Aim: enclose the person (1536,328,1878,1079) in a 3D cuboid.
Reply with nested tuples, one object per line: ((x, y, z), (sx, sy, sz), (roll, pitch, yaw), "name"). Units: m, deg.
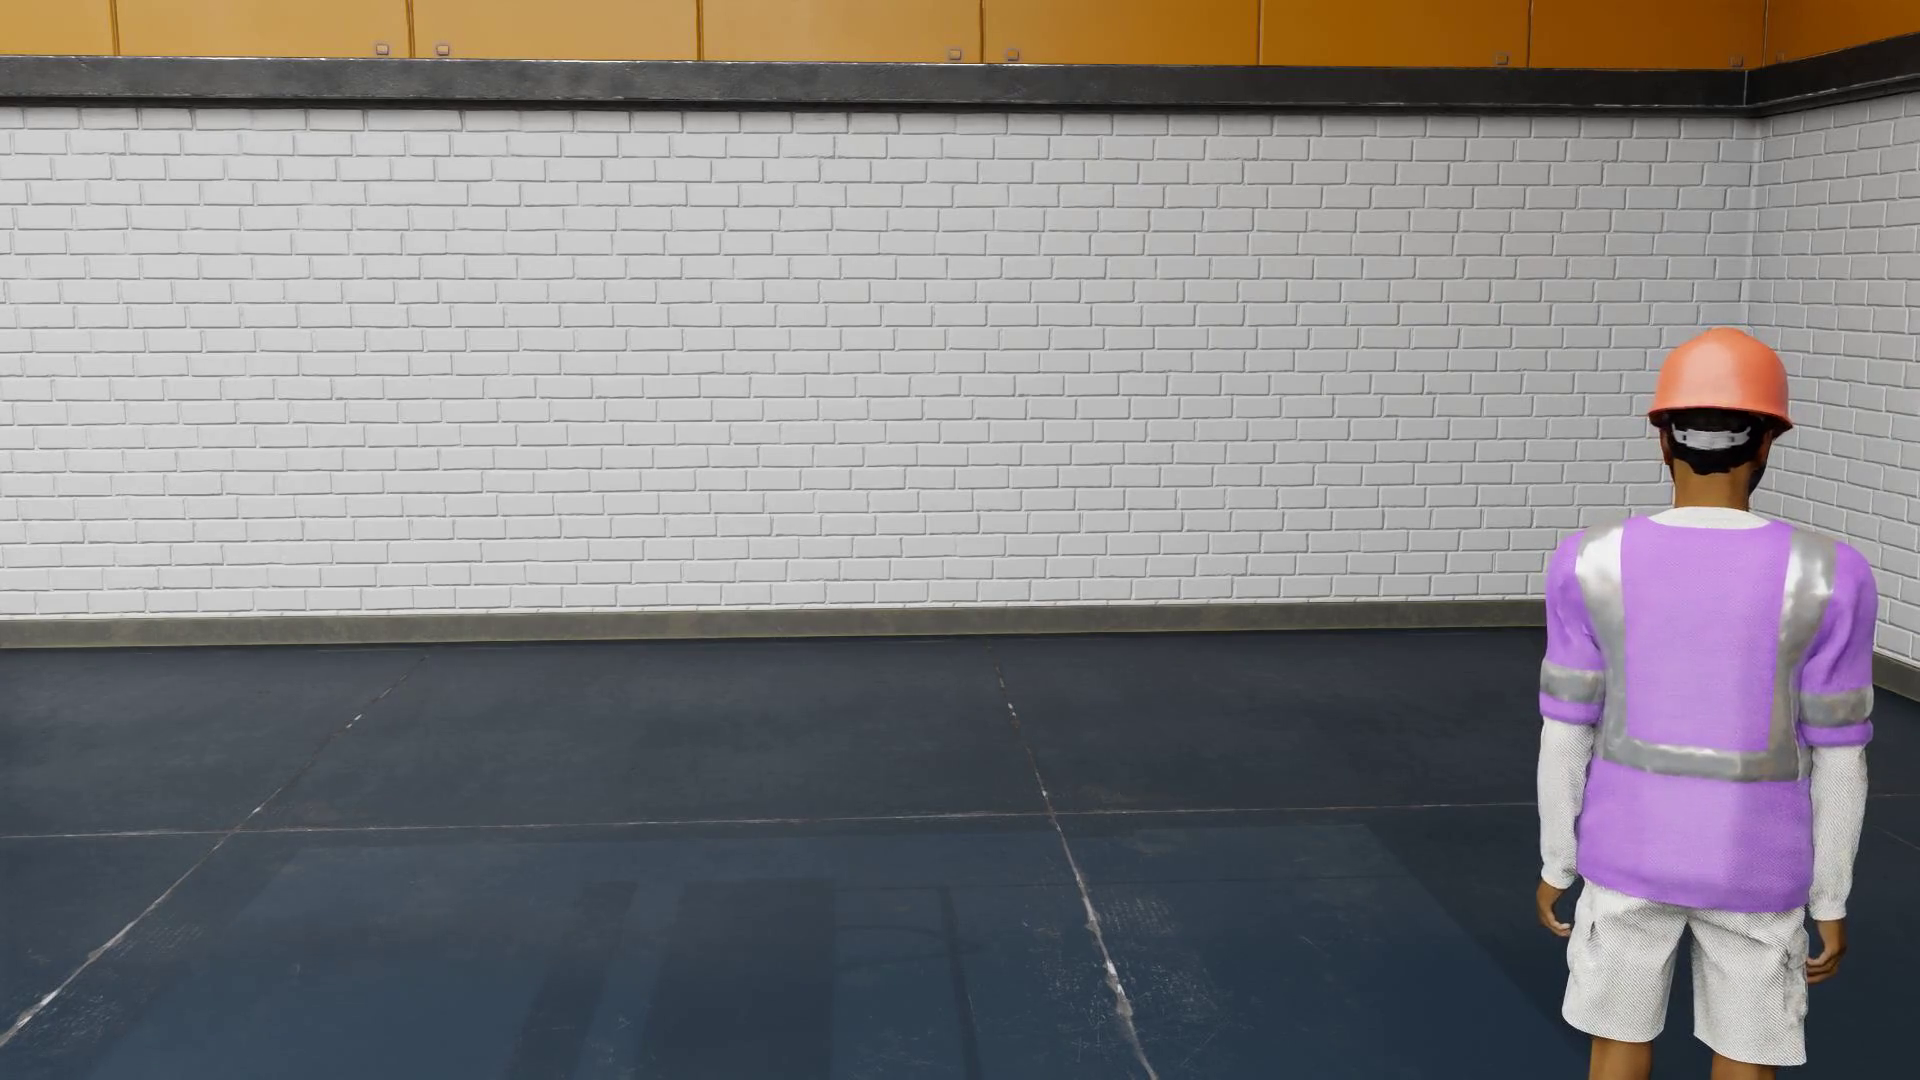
((1.330, 0.587, 3.030), (0.543, 1.928, 0.373), (5, 10, 26), "person")
